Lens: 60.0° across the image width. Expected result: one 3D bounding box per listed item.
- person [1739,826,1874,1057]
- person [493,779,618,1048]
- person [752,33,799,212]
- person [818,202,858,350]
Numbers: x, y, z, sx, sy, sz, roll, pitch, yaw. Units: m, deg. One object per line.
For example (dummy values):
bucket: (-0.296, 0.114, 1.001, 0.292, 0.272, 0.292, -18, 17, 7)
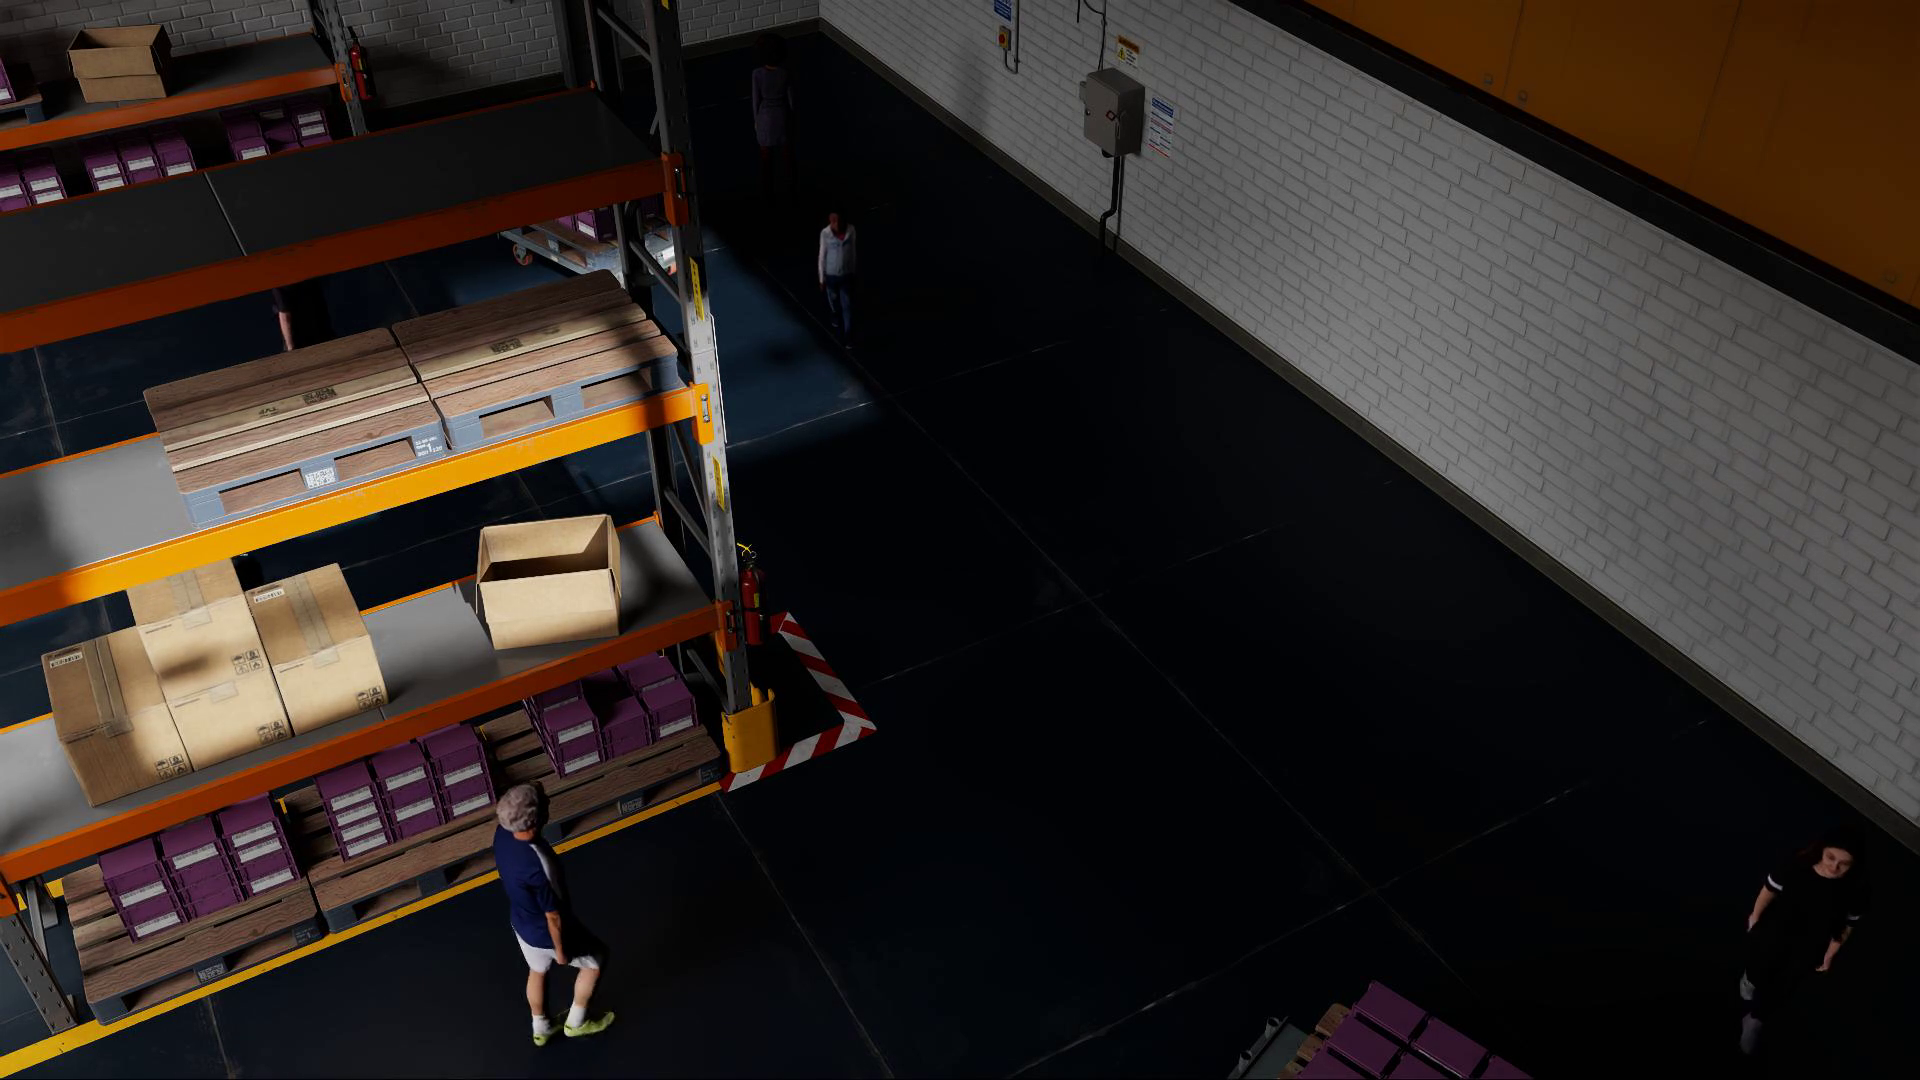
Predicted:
person: (4.255, 1.941, 8.448, 0.813, 1.628, 0.895, 16, 41, 19)
person: (-2.137, 1.947, 8.287, 0.732, 1.820, 0.726, -31, 48, -33)
person: (-1.751, -3.947, 15.757, 0.563, 1.707, 0.694, -5, 39, -7)
person: (-1.031, -2.300, 14.082, 0.896, 1.224, 0.791, -3, 39, -4)
